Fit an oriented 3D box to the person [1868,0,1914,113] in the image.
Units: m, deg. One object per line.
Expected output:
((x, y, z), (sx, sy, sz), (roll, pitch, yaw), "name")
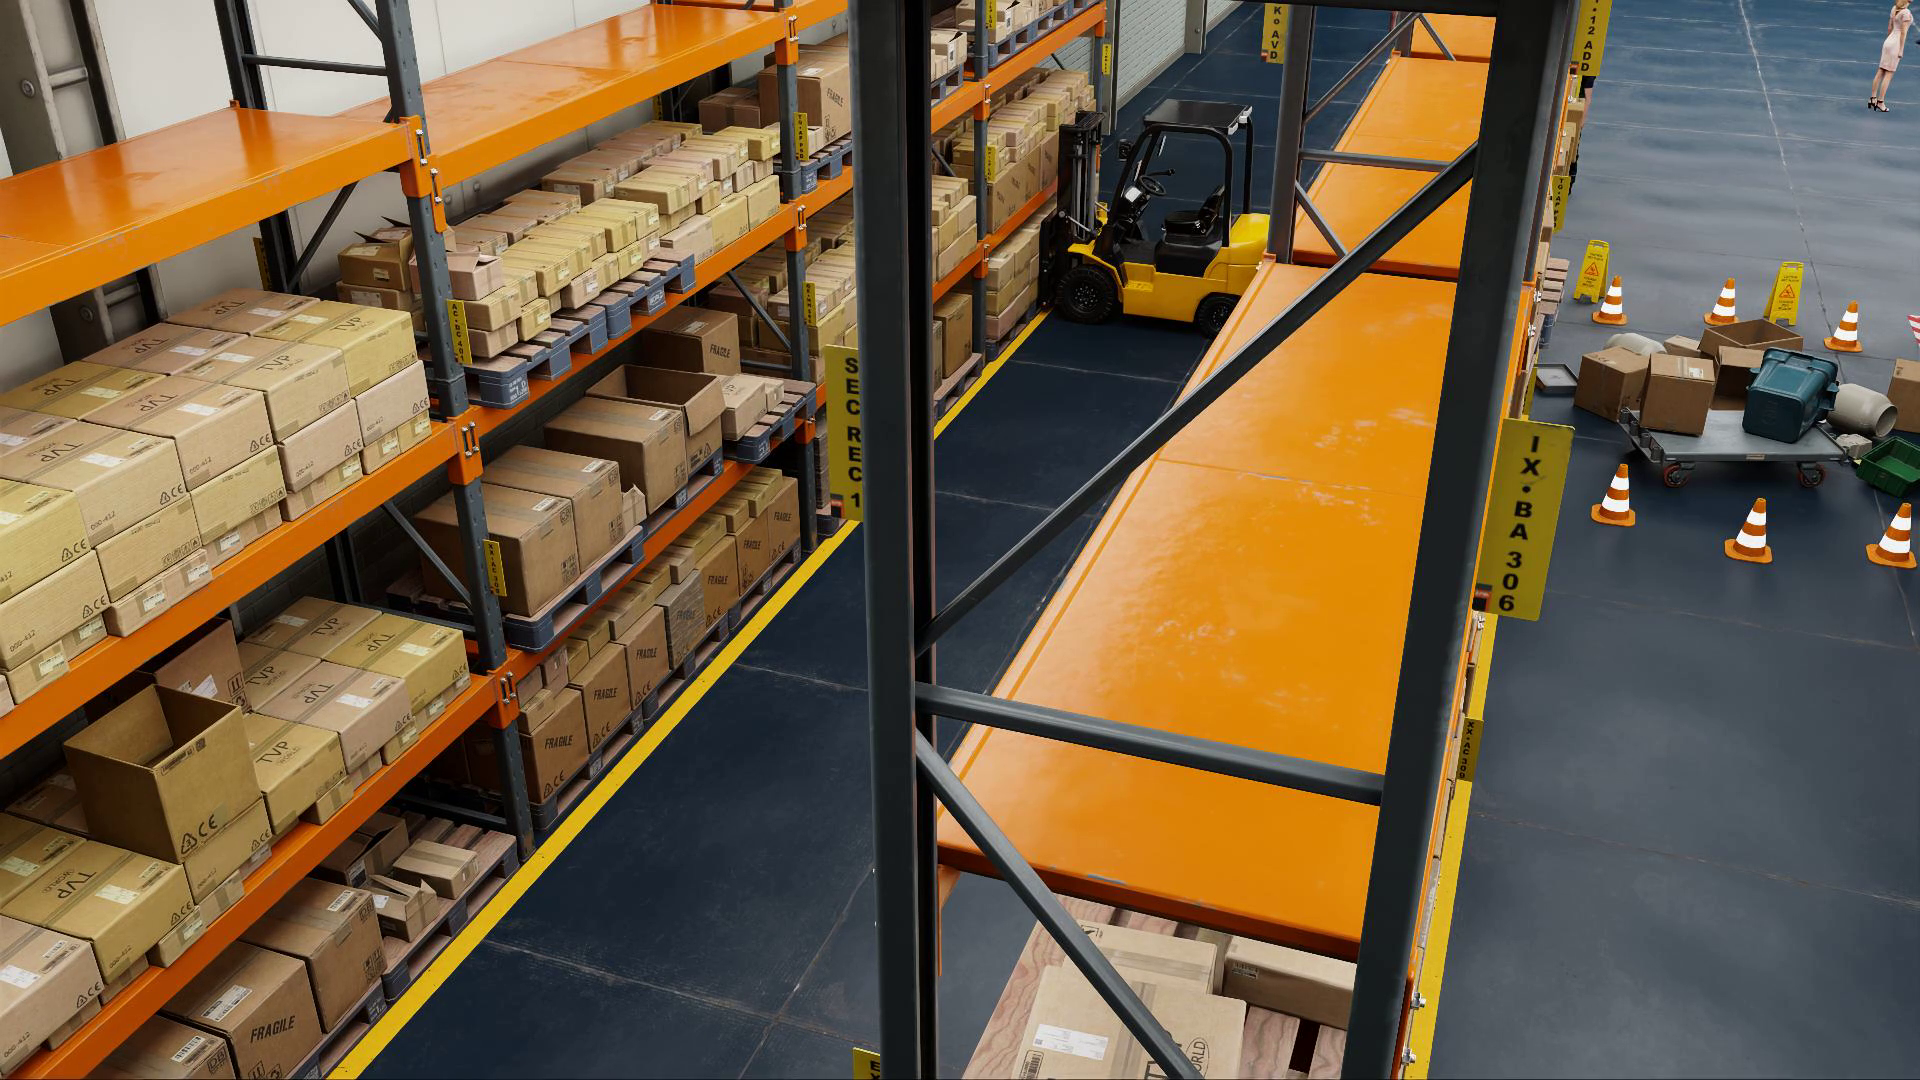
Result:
((14.130, -7.451, 25.211), (0.693, 1.830, 0.557), (-1, 28, -2), "person")
